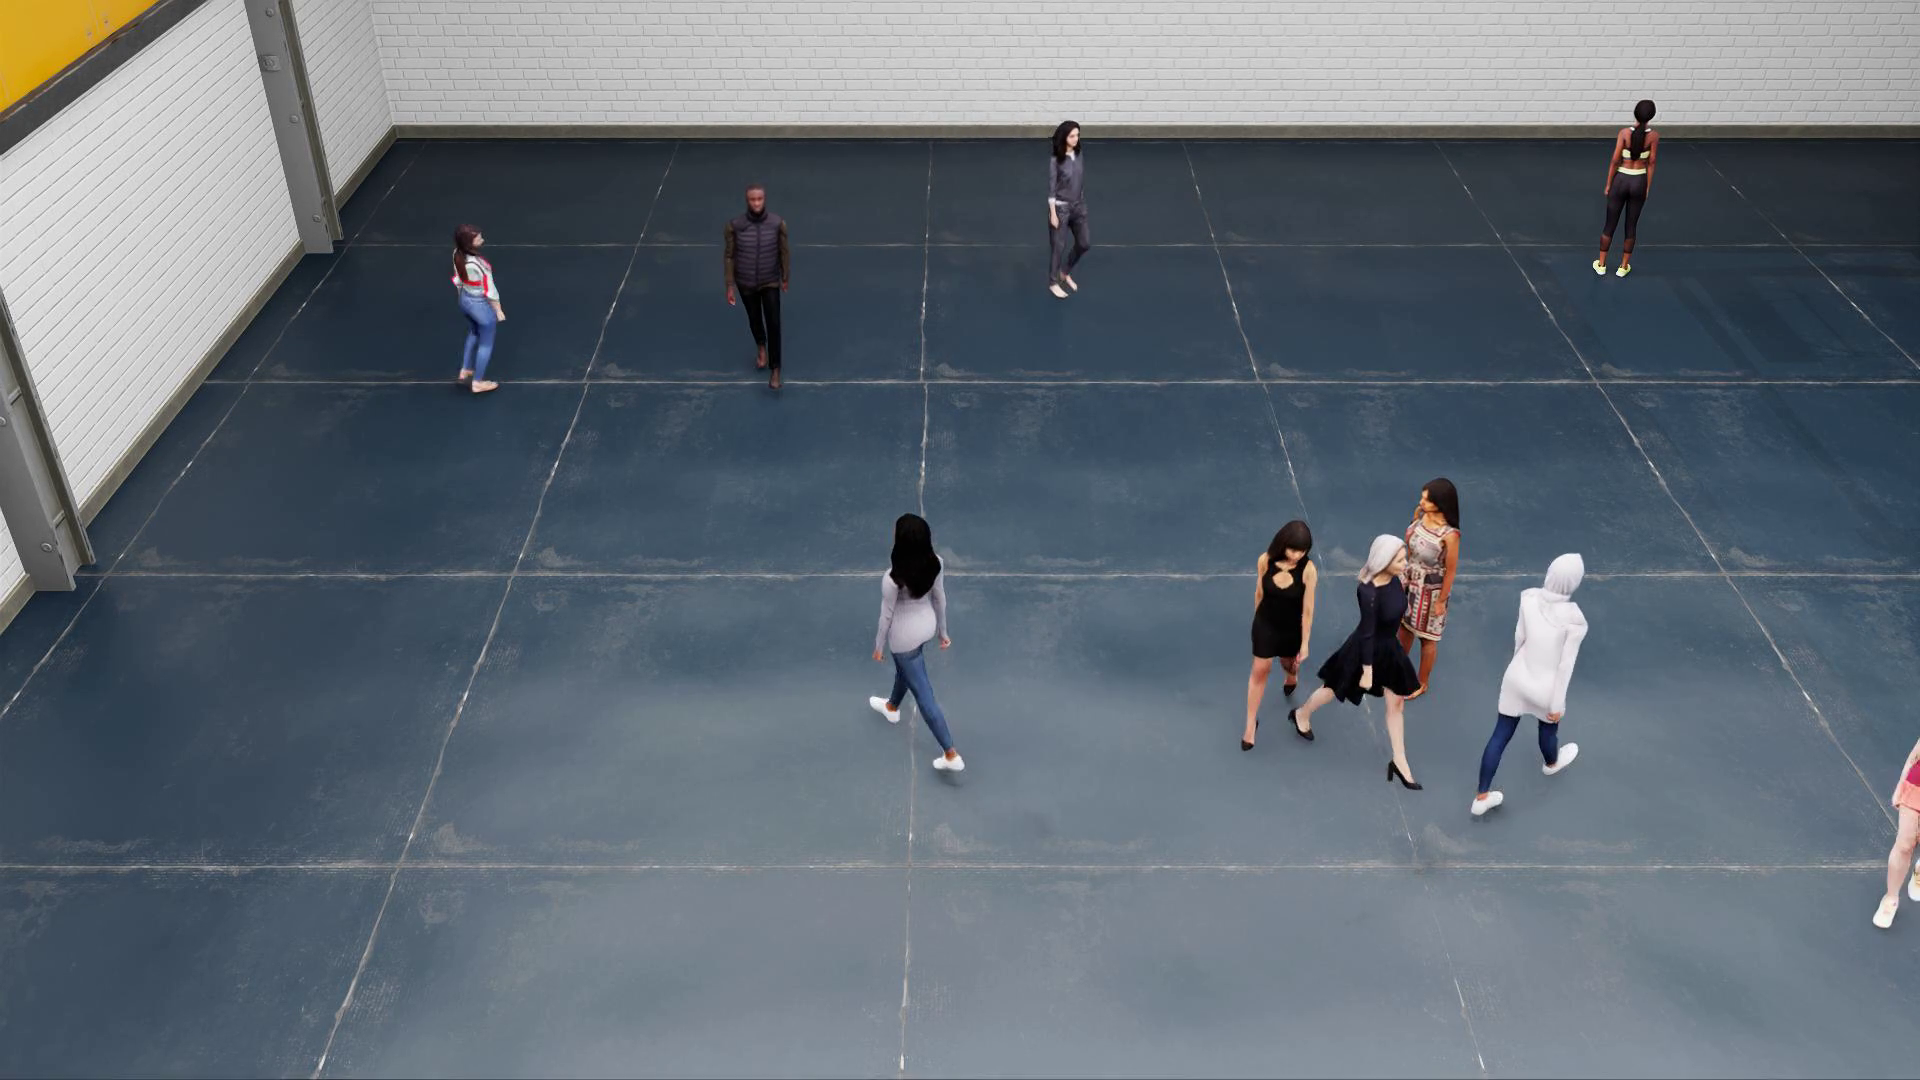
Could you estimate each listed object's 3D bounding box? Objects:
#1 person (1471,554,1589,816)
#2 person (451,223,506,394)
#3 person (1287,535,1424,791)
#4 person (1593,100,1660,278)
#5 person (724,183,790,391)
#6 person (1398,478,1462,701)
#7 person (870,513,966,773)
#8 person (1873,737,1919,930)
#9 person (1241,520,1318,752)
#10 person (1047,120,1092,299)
[{"bbox_3d":[3.304,0.896,9.739,1.112,1.735,1.127,-23,40,-30],"label":"person"},{"bbox_3d":[-4.141,-1.979,14.210,0.759,1.574,0.794,16,37,23],"label":"person"},{"bbox_3d":[2.395,0.700,10.072,1.131,1.693,1.162,23,40,30],"label":"person"},{"bbox_3d":[6.519,-3.428,16.228,0.625,1.754,0.612,11,35,16],"label":"person"},{"bbox_3d":[-1.749,-2.247,14.426,0.772,1.783,1.167,-2,34,-4],"label":"person"},{"bbox_3d":[3.008,0.290,10.735,0.781,1.642,0.617,-13,36,-19],"label":"person"},{"bbox_3d":[-0.223,0.663,10.131,1.151,1.690,1.224,-28,43,-35],"label":"person"},{"bbox_3d":[5.346,1.357,9.036,0.778,1.746,0.848,24,41,32],"label":"person"},{"bbox_3d":[2.035,0.520,10.419,0.772,1.610,1.064,12,35,17],"label":"person"},{"bbox_3d":[0.944,-3.176,15.854,0.746,1.749,0.798,-26,41,-33],"label":"person"}]
